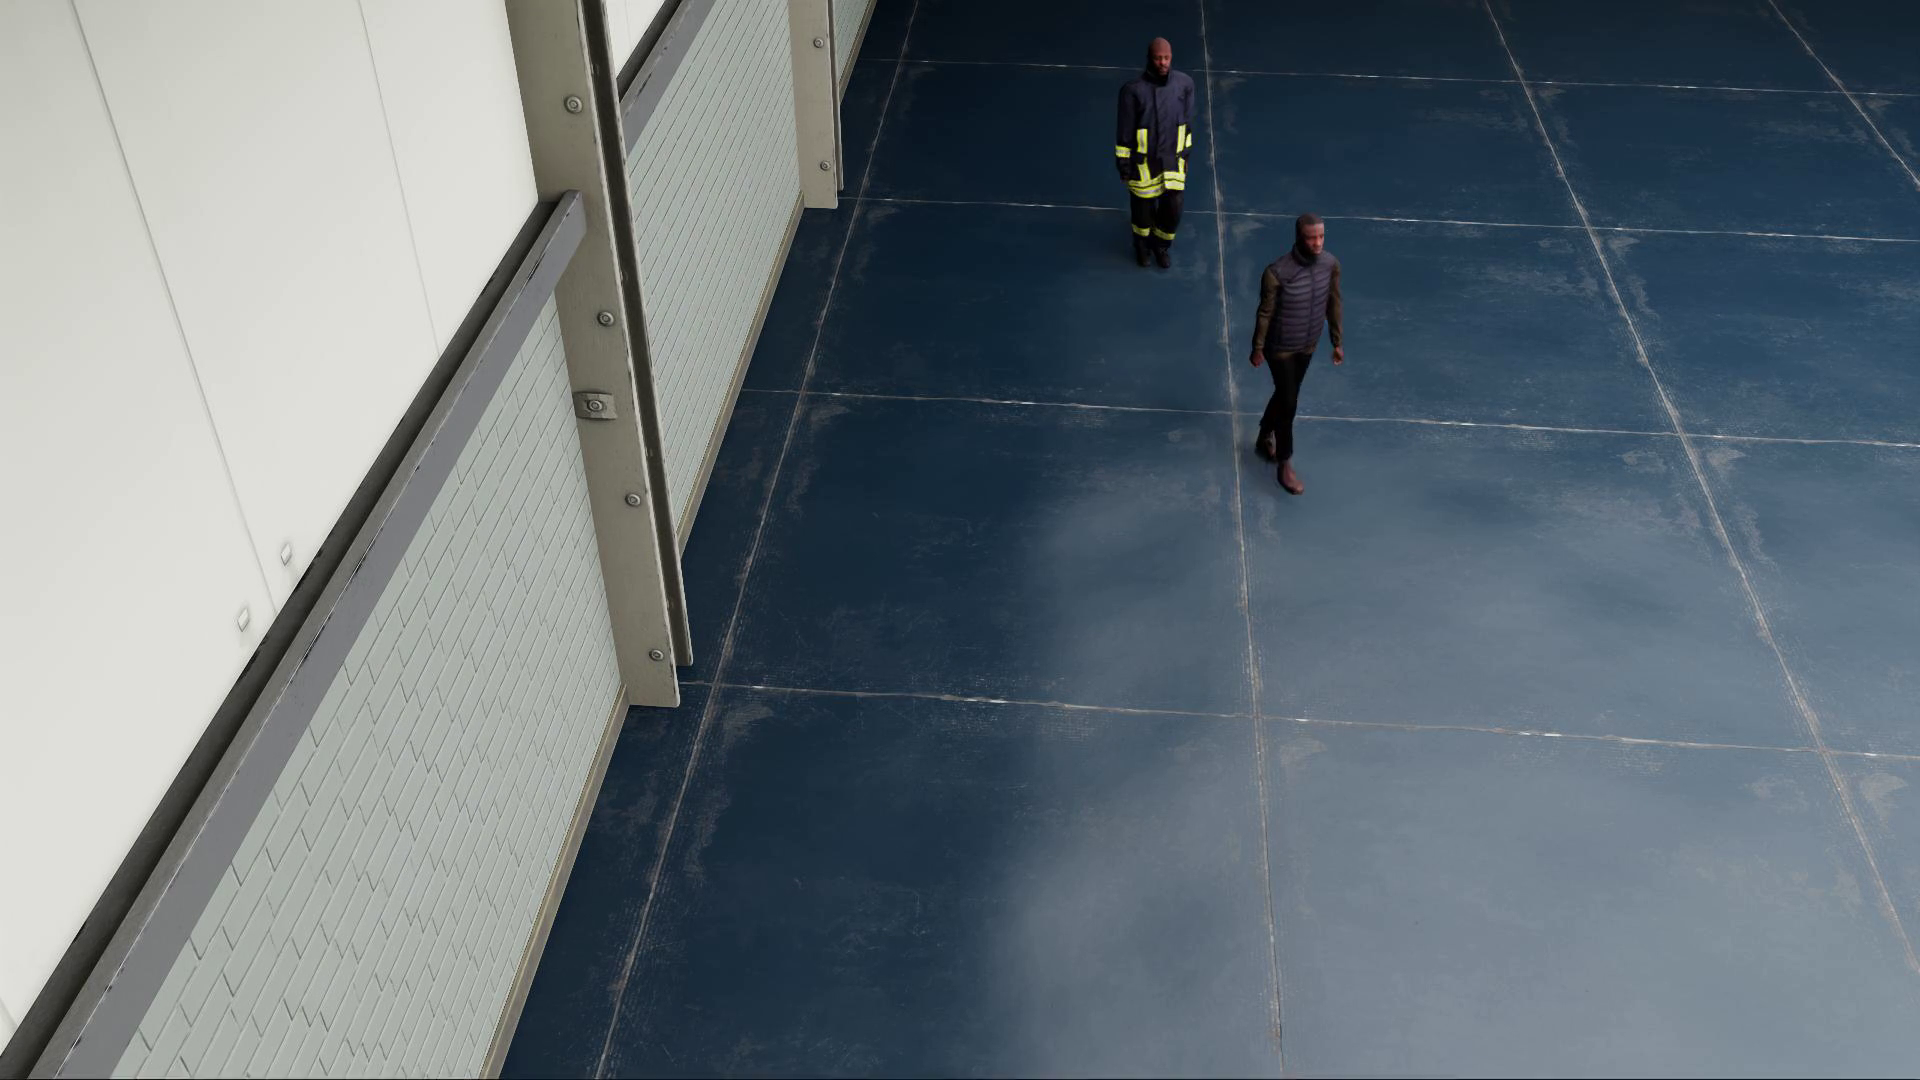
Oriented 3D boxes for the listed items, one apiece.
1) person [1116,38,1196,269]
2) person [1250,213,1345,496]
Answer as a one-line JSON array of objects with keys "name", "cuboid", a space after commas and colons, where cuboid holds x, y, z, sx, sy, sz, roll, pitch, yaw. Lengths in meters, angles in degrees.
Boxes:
[{"name": "person", "cuboid": [1.465, -2.969, 12.640, 0.826, 1.811, 0.844, -3, 38, -4]}, {"name": "person", "cuboid": [2.040, -1.261, 10.454, 0.962, 1.814, 1.063, -18, 42, -22]}]
